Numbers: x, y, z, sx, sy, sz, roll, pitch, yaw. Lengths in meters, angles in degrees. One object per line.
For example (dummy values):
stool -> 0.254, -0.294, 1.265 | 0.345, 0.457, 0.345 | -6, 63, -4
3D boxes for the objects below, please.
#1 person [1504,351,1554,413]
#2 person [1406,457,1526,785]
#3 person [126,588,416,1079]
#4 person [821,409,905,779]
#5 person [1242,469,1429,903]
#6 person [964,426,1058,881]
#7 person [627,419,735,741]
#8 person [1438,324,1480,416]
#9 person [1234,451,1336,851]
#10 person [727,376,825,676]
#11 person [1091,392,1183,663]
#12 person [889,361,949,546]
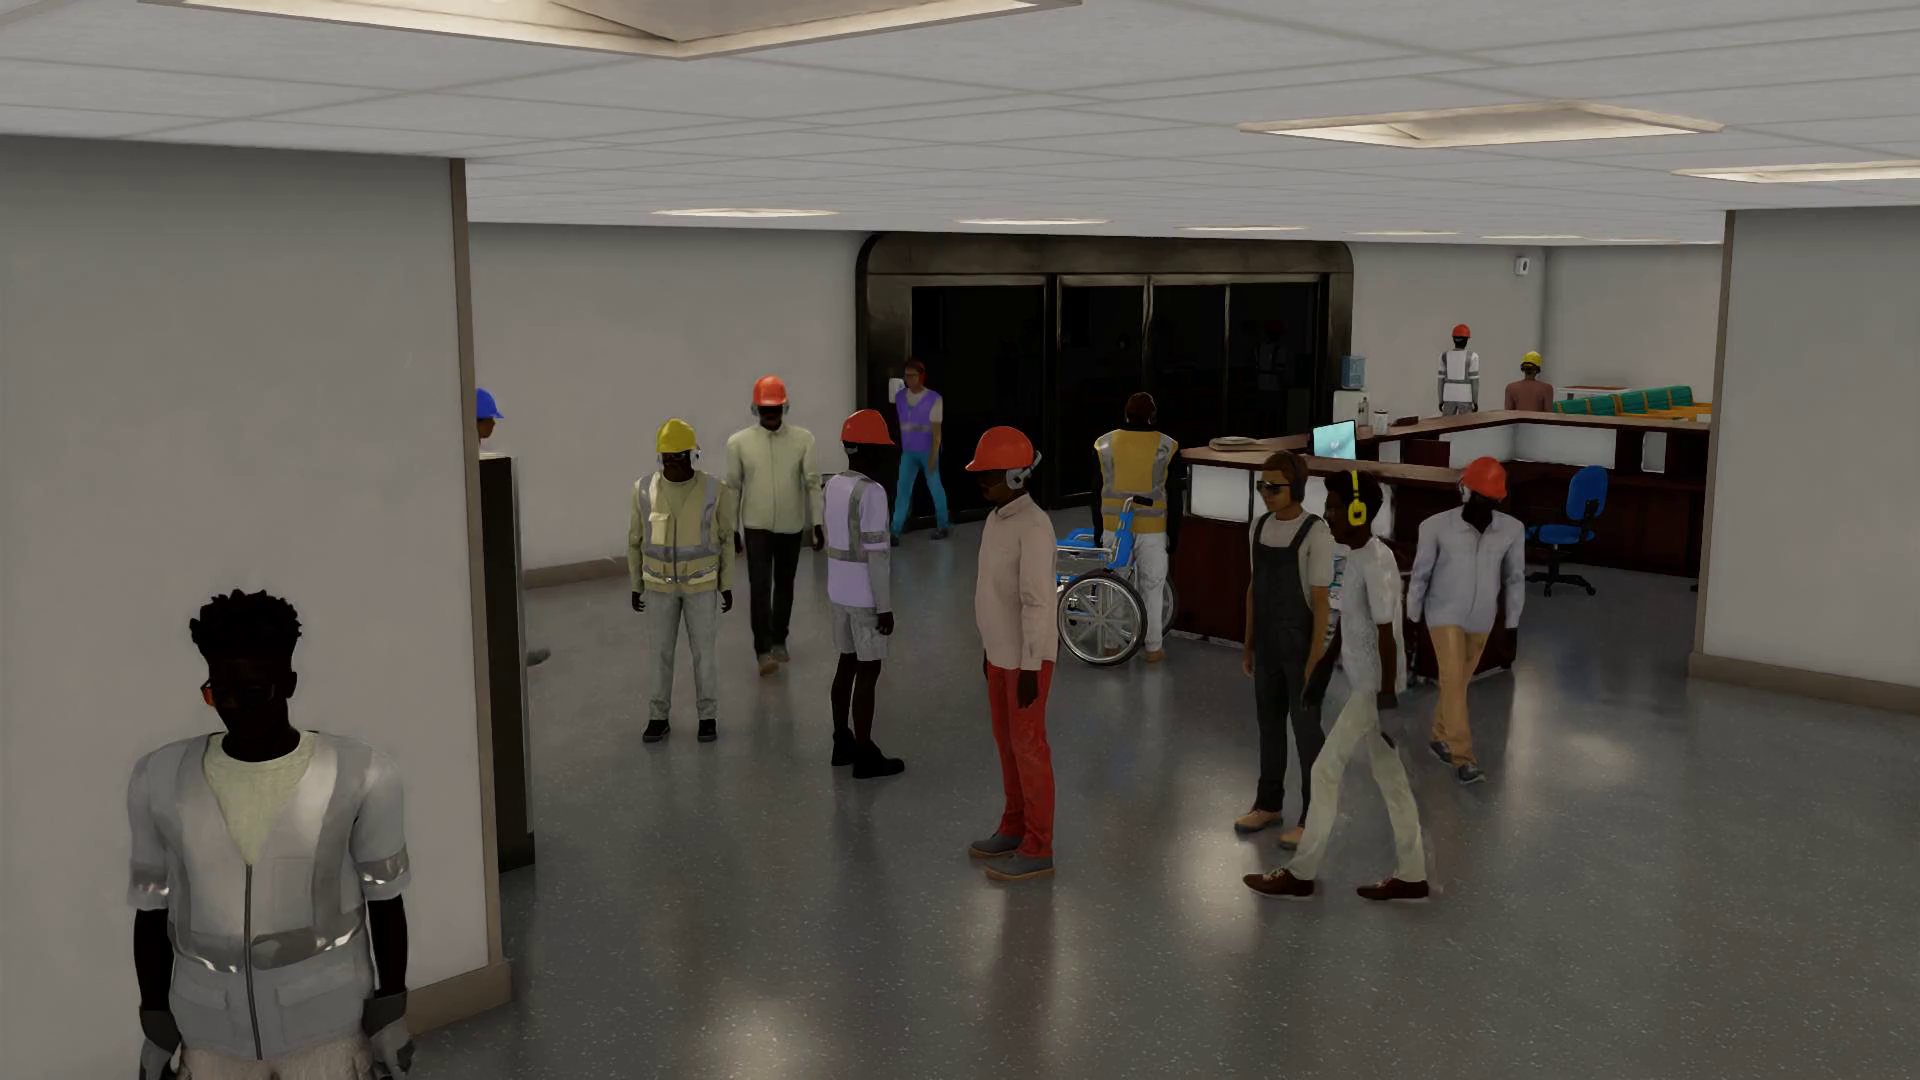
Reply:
person -> 6.176, -1.162, 18.081 | 0.523, 1.769, 0.309 | 5, 10, 27
person -> 2.643, 0.406, 8.650 | 0.558, 1.691, 0.863 | -1, 9, -8
person -> -1.548, 1.077, 3.754 | 0.601, 1.958, 0.390 | -2, 9, -10
person -> -0.504, 0.280, 8.750 | 0.378, 1.931, 0.545 | -6, 11, -31
person -> 1.585, 0.622, 6.930 | 0.872, 1.826, 0.501 | 2, 10, 14
person -> 0.220, 0.491, 7.286 | 0.402, 1.987, 0.608 | -3, 10, -20
person -> -1.565, 0.230, 9.332 | 0.597, 1.831, 0.403 | 0, 9, 0
person -> 6.545, -1.860, 21.833 | 0.543, 1.938, 0.364 | 6, 11, 34
person -> 1.506, 0.499, 7.680 | 0.342, 1.837, 0.503 | -6, 11, -34
person -> -1.199, -0.090, 10.939 | 0.616, 1.950, 0.982 | -3, 10, -16
person -> 1.194, -0.081, 11.249 | 0.625, 1.838, 0.430 | 2, 10, 14
person -> -0.392, -0.835, 16.036 | 0.581, 1.781, 1.047 | 6, 11, 35
